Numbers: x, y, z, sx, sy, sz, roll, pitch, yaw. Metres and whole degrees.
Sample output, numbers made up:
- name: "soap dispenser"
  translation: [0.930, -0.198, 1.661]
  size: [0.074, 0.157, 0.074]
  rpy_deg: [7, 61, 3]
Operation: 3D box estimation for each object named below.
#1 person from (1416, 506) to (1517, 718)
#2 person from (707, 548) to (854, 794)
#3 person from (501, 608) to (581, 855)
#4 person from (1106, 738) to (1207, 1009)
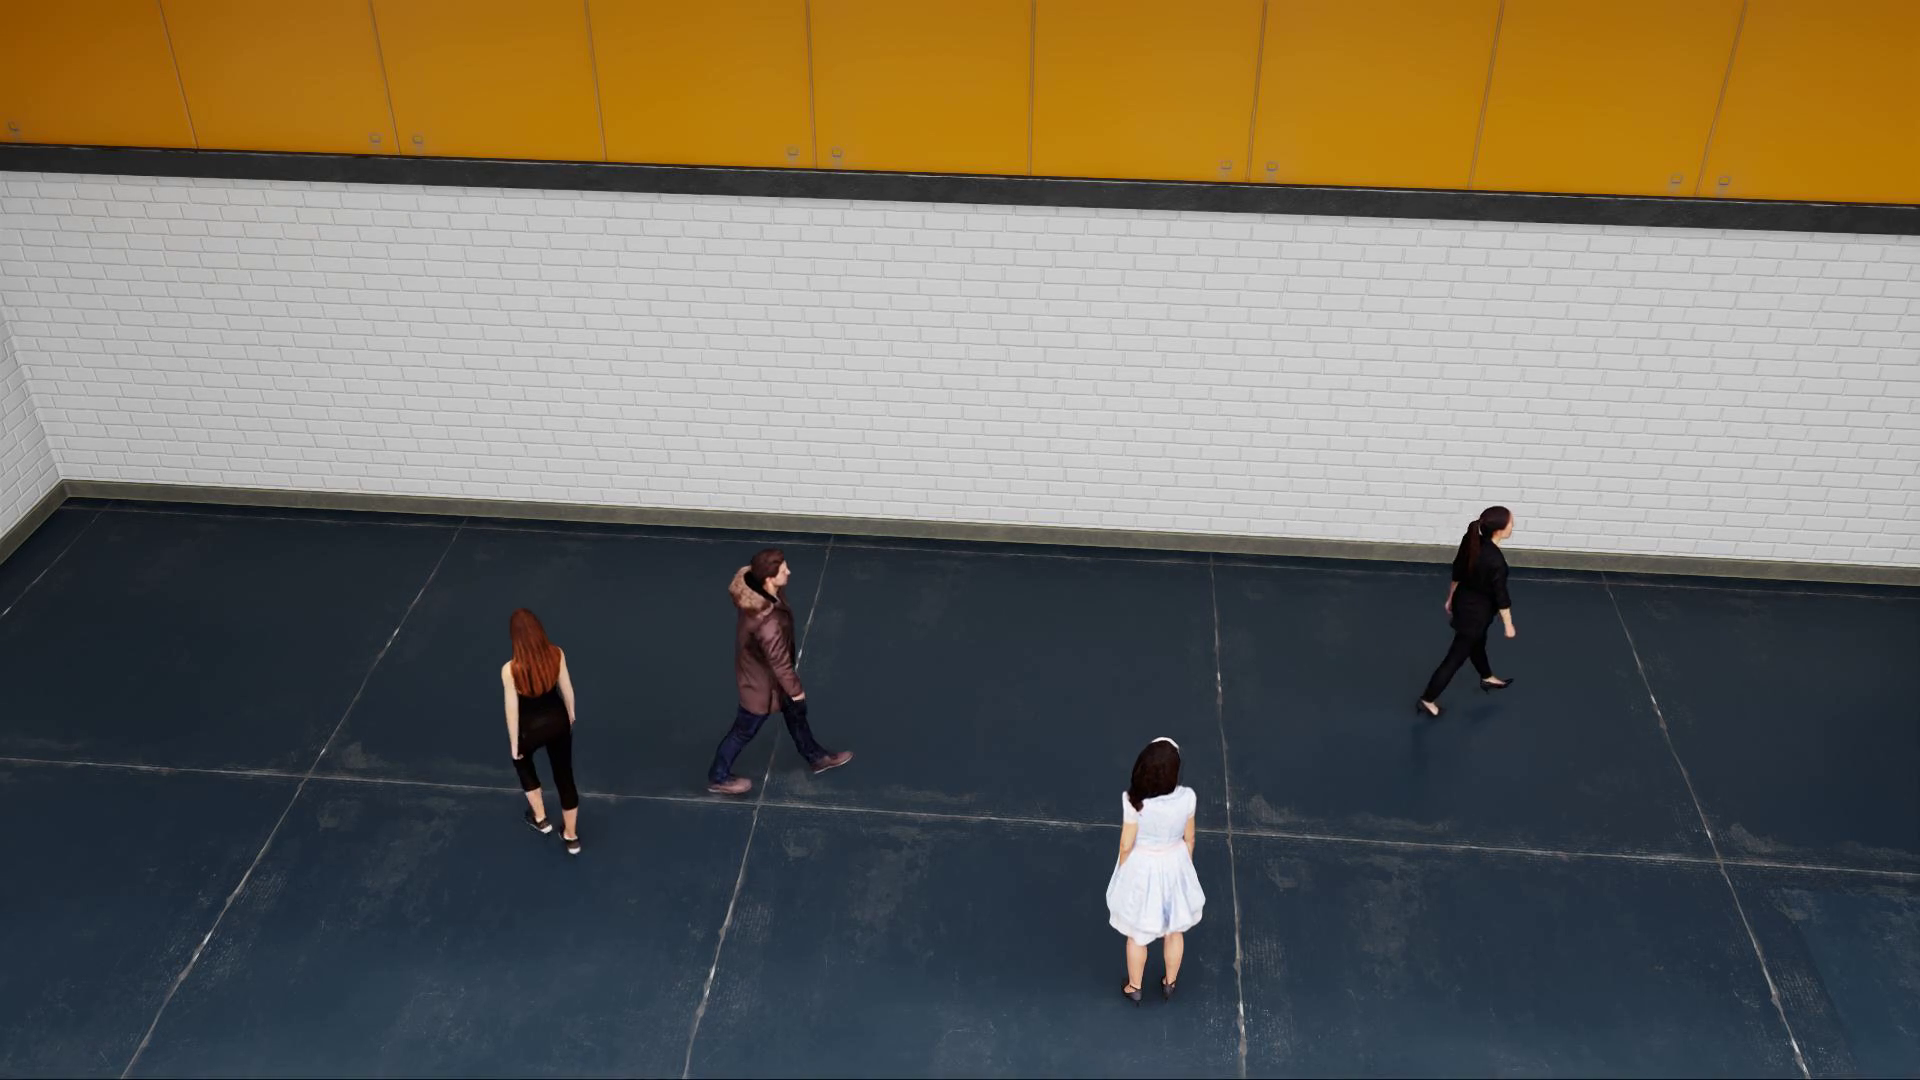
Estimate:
- name: "person"
  translation: [3.299, 0.519, 10.978]
  size: [0.843, 1.628, 1.006]
  rpy_deg: [-6, 34, -9]
- name: "person"
  translation: [-1.296, 0.872, 10.301]
  size: [0.994, 1.788, 1.204]
  rpy_deg: [-6, 34, -9]
- name: "person"
  translation: [-2.455, 1.186, 9.897]
  size: [0.812, 1.712, 0.880]
  rpy_deg: [-20, 39, -27]
- name: "person"
  translation: [1.043, 1.804, 8.879]
  size: [0.745, 1.810, 0.765]
  rpy_deg: [-2, 34, -4]
